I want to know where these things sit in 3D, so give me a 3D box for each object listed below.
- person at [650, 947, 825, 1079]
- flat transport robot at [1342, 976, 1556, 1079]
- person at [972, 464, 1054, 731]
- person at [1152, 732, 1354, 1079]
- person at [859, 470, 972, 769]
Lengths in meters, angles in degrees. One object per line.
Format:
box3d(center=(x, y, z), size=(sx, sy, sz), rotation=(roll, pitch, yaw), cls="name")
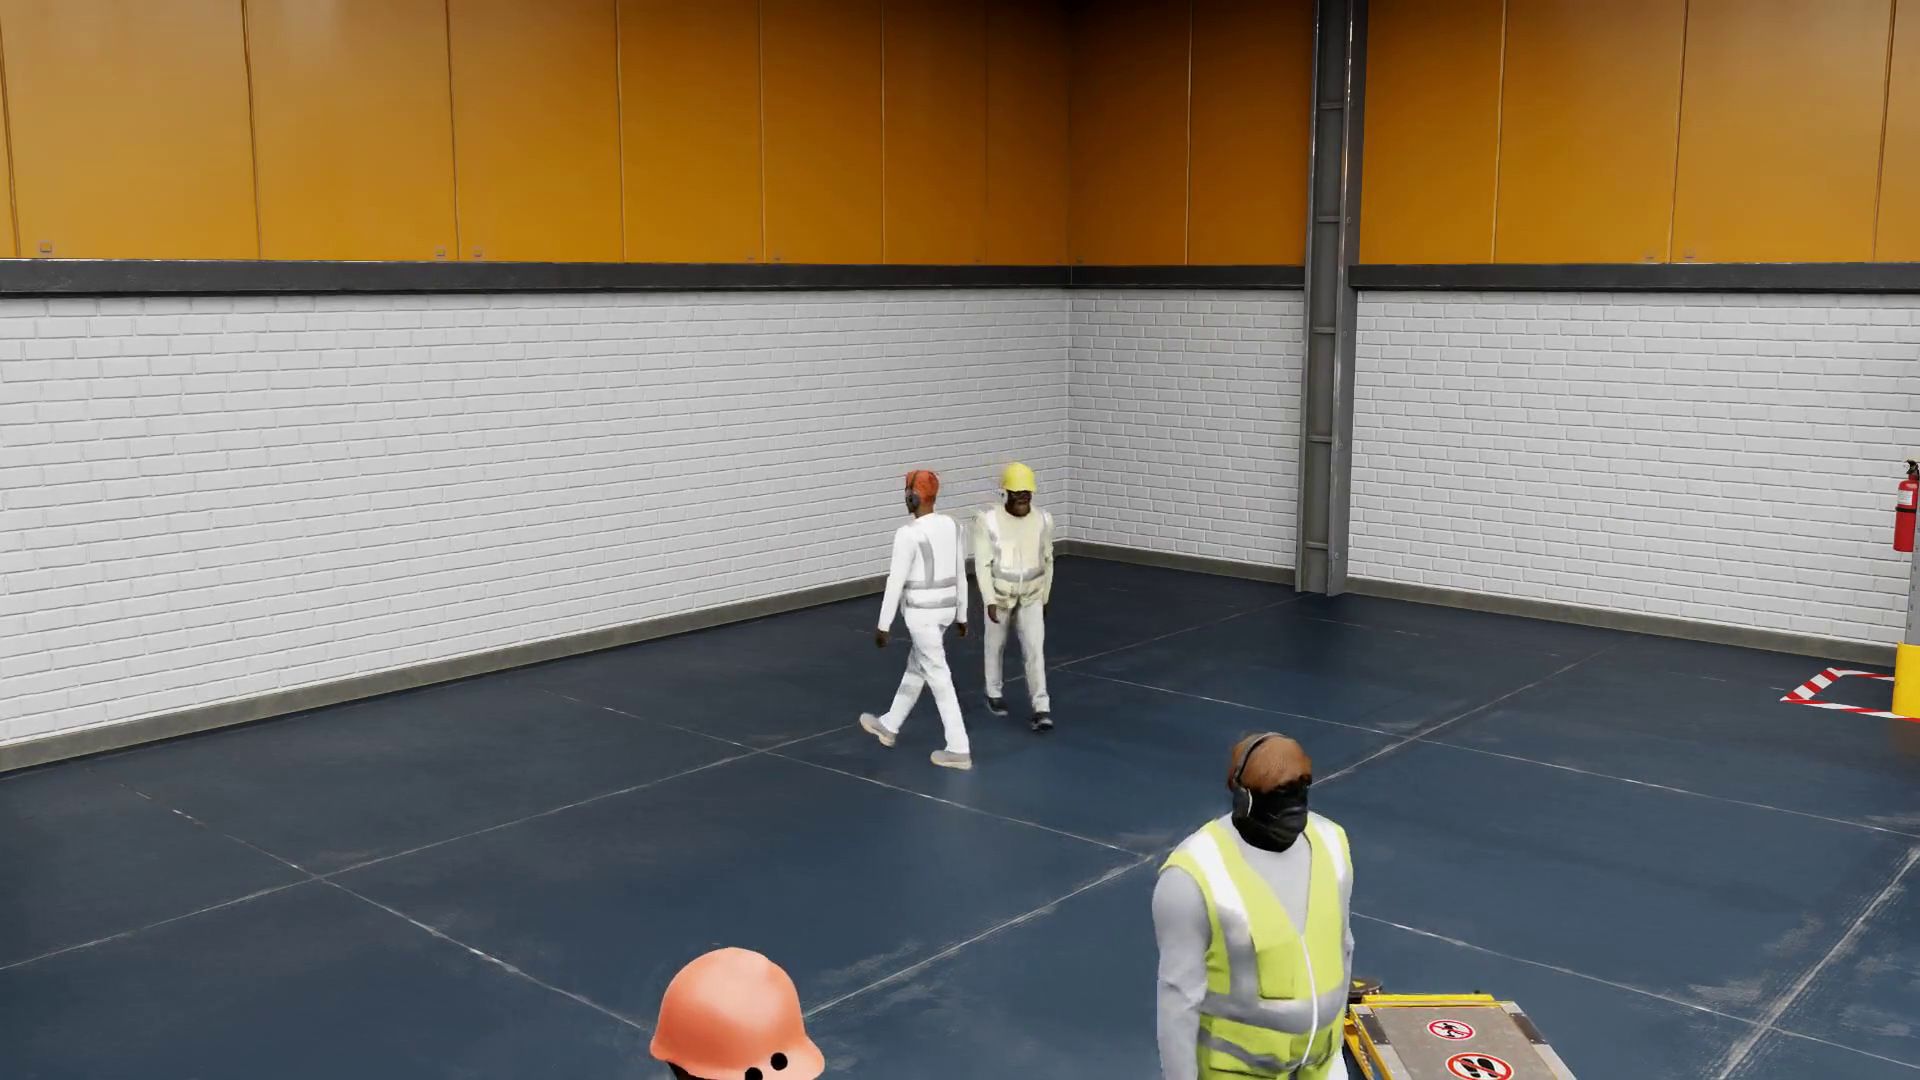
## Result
box3d(center=(-0.467, 1.617, 2.965), size=(0.758, 1.918, 0.549), rotation=(7, 11, 37), cls="person")
box3d(center=(1.832, 1.953, 5.995), size=(0.652, 0.197, 1.431), rotation=(0, 9, -1), cls="flat transport robot")
box3d(center=(0.371, 0.371, 11.207), size=(0.583, 1.783, 0.932), rotation=(-2, 9, -13), cls="person")
box3d(center=(0.821, 1.410, 4.512), size=(0.656, 1.830, 0.448), rotation=(-4, 10, -26), cls="person")
box3d(center=(-0.286, 0.475, 10.367), size=(0.966, 1.831, 0.608), rotation=(6, 11, 35), cls="person")
